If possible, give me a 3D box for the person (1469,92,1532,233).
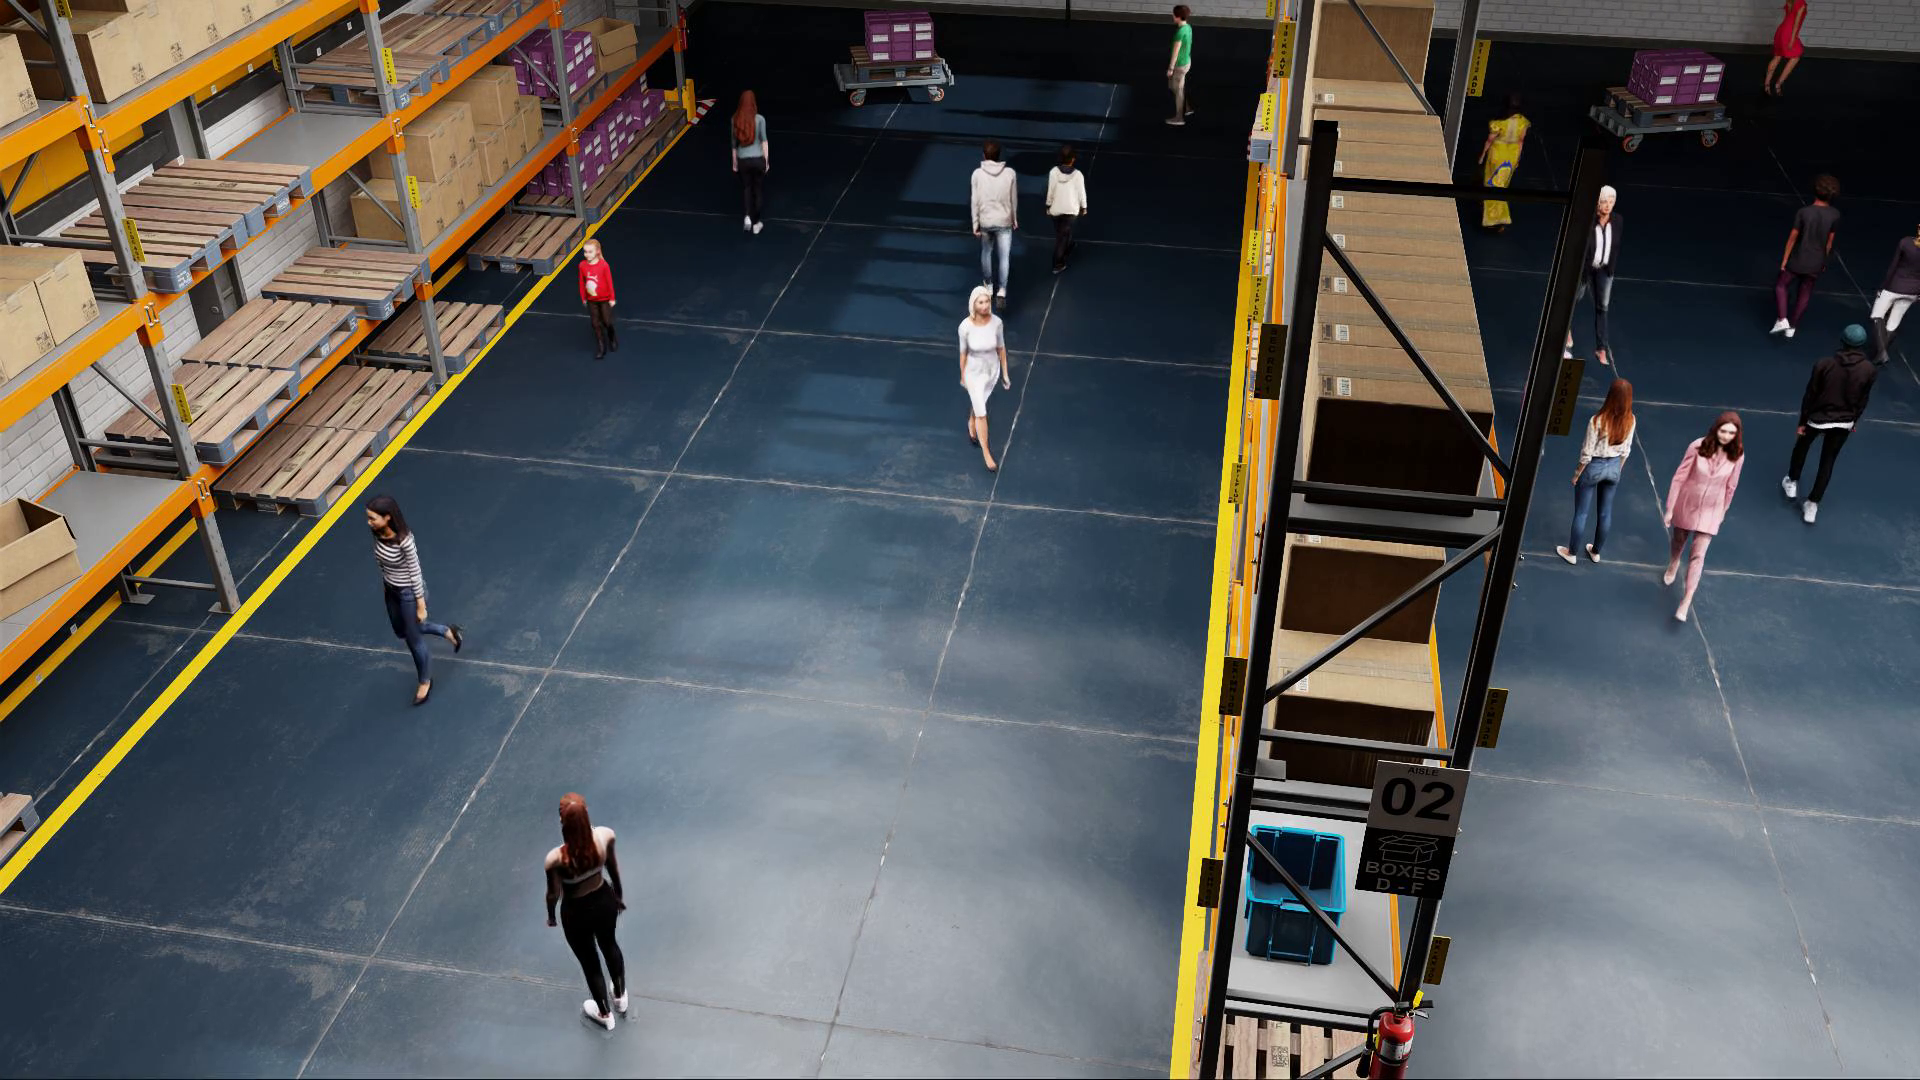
[{"bbox_3d":[6.457,-4.461,19.756,1.176,1.620,1.445,-10,35,-14],"label":"person"}]

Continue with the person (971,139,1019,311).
[{"bbox_3d":[0.386,-3.384,17.949,0.801,1.826,1.215,0,34,0],"label":"person"}]

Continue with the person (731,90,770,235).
[{"bbox_3d":[-2.461,-4.389,19.550,0.621,1.727,0.793,2,34,3],"label":"person"}]

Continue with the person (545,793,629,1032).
[{"bbox_3d":[-2.124,2.192,9.636,0.667,1.742,0.738,-26,41,-33],"label":"person"}]

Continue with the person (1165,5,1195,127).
[{"bbox_3d":[3.111,-6.492,22.790,0.681,1.644,0.602,9,35,14],"label":"person"}]

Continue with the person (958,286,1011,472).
[{"bbox_3d":[0.171,-1.544,15.303,0.978,1.692,1.161,-14,36,-20],"label":"person"}]

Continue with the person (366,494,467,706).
[{"bbox_3d":[-4.023,0.388,12.316,0.785,1.780,0.945,18,38,25],"label":"person"}]

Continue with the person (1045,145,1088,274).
[{"bbox_3d":[1.149,-3.705,18.795,0.778,1.425,0.976,17,37,24],"label":"person"}]

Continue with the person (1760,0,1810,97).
[{"bbox_3d":[11.748,-7.193,23.781,0.719,1.713,0.641,-3,34,-5],"label":"person"}]

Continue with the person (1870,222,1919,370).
[{"bbox_3d":[9.419,-2.434,16.615,0.568,1.720,0.786,5,34,8],"label":"person"}]

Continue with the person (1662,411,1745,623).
[{"bbox_3d":[5.913,-0.283,13.353,0.814,1.749,1.185,14,36,20],"label":"person"}]

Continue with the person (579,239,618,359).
[{"bbox_3d":[-3.709,-2.512,17.137,0.522,1.273,0.594,2,34,3],"label":"person"}]

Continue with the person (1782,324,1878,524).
[{"bbox_3d":[7.514,-0.981,14.365,0.785,1.791,0.970,13,36,19],"label":"person"}]

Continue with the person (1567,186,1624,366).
[{"bbox_3d":[6.101,-2.595,16.028,0.825,1.735,1.117,0,34,0],"label":"person"}]

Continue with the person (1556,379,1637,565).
[{"bbox_3d":[5.317,-0.569,13.802,0.627,1.728,0.596,-3,34,-5],"label":"person"}]

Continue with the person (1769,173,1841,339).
[{"bbox_3d":[8.812,-2.907,17.278,0.606,1.774,0.687,5,34,8],"label":"person"}]

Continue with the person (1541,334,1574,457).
[{"bbox_3d":[5.478,-1.416,15.499,0.510,1.260,0.642,3,34,5],"label":"person"}]
